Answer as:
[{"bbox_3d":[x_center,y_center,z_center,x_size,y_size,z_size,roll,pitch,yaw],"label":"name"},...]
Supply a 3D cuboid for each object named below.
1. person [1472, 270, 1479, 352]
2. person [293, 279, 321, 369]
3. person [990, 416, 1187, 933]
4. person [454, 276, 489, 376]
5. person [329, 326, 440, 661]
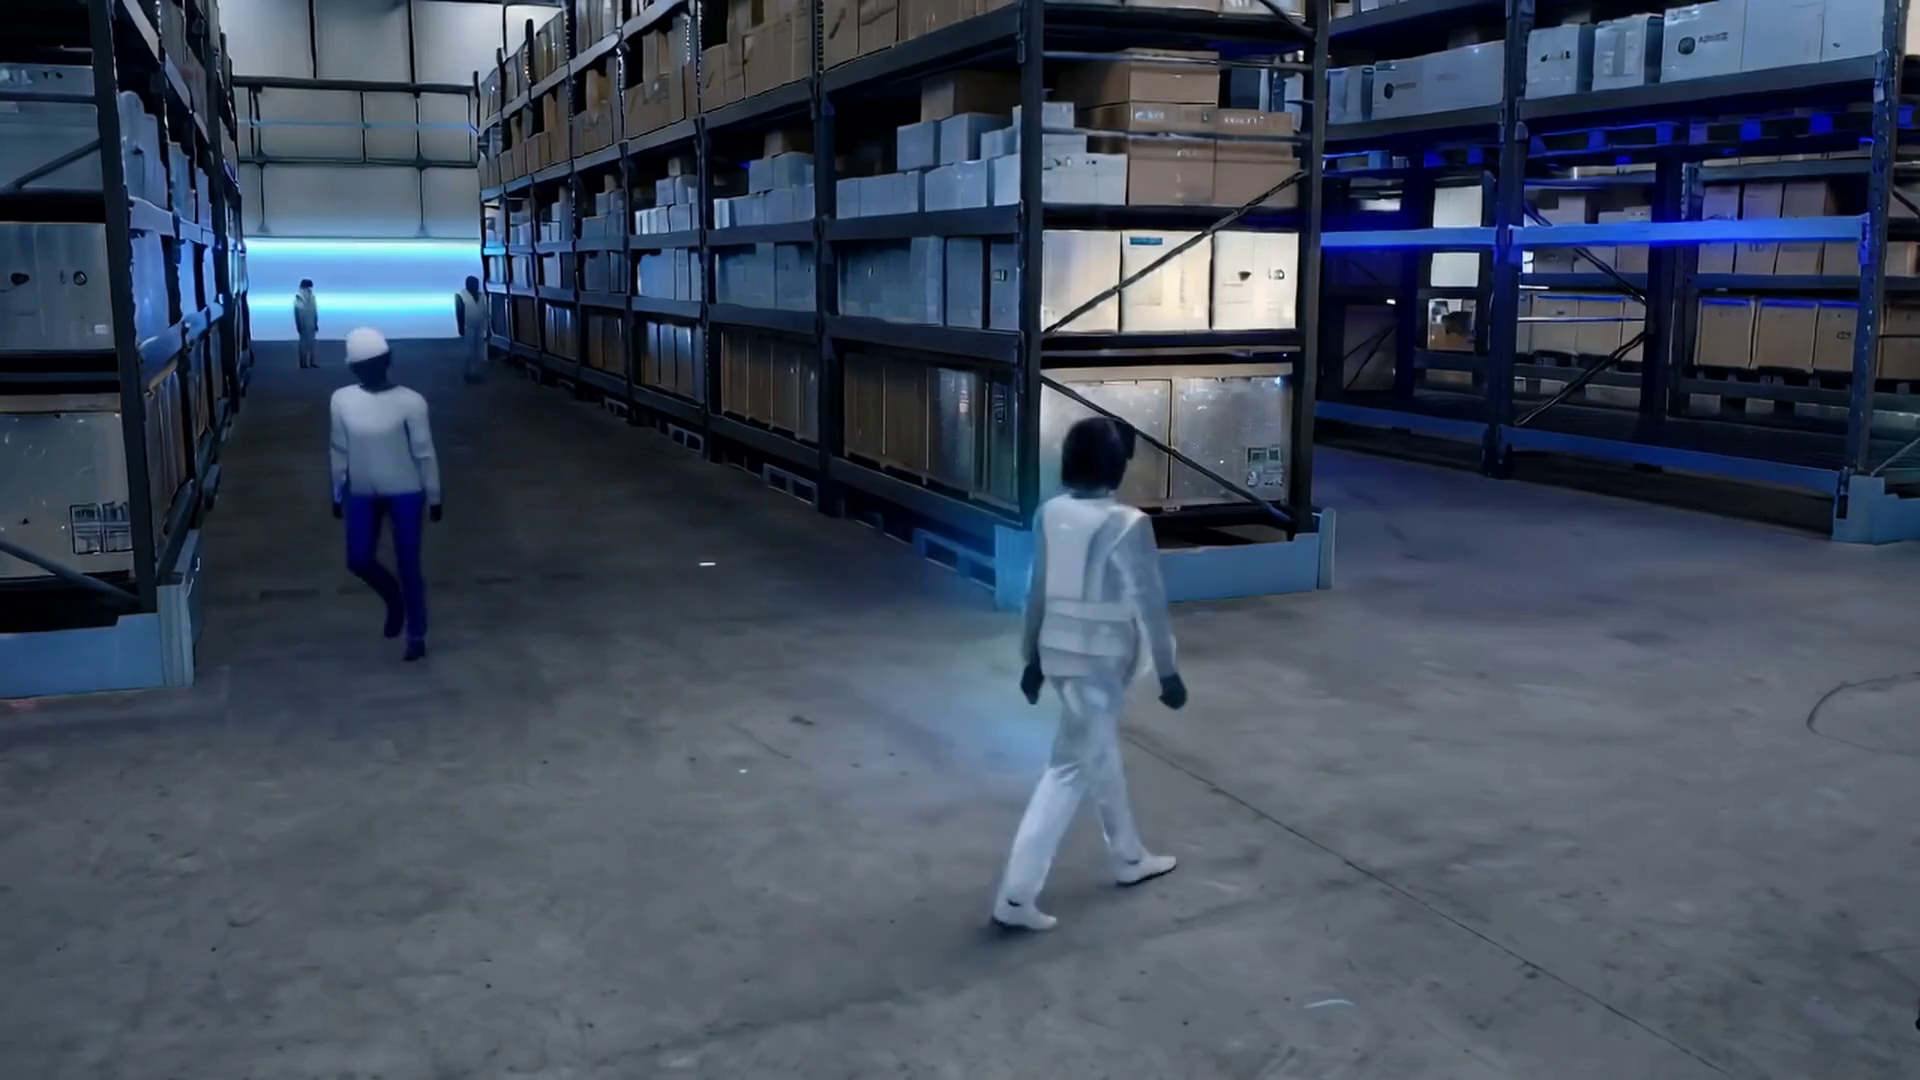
[{"bbox_3d":[11.483,-4.966,36.434,0.632,1.934,0.621,7,12,37],"label":"person"},{"bbox_3d":[-12.730,-4.203,32.447,0.354,1.744,0.557,3,10,15],"label":"person"},{"bbox_3d":[0.397,0.414,5.234,0.851,1.596,0.517,-6,11,-31],"label":"person"},{"bbox_3d":[-8.872,-3.887,30.286,0.516,1.834,0.645,7,12,37],"label":"person"},{"bbox_3d":[-2.985,-0.242,8.675,0.593,1.743,0.445,0,9,1],"label":"person"}]
